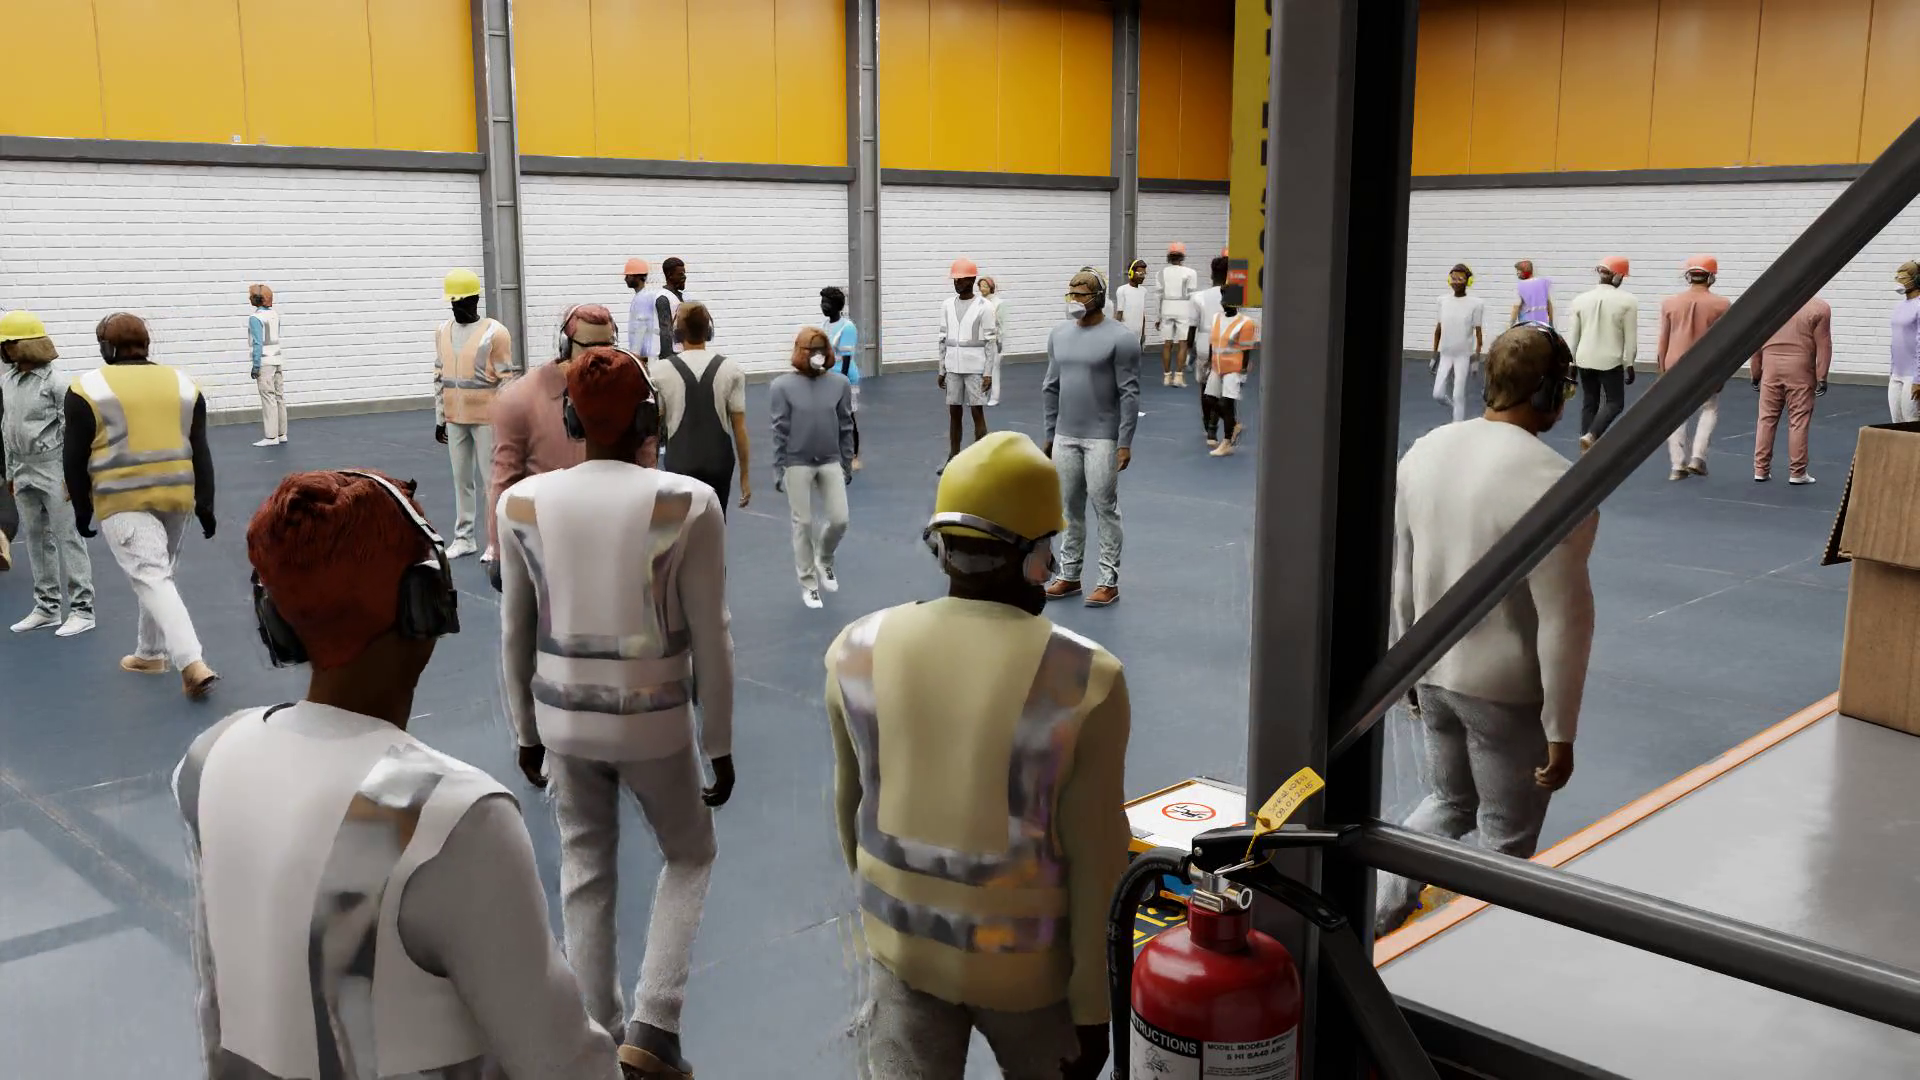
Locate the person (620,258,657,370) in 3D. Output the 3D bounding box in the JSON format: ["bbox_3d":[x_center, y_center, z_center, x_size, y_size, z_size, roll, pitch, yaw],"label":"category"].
[{"bbox_3d":[-3.321,-2.057,17.759,0.939,1.904,0.546,-3,11,-18],"label":"person"}]

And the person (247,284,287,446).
[{"bbox_3d":[-7.045,-1.773,16.900,0.308,1.644,0.517,0,10,1],"label":"person"}]

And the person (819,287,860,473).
[{"bbox_3d":[-1.165,-1.409,14.830,0.627,1.676,0.538,-9,14,-41],"label":"person"}]

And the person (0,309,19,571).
[{"bbox_3d":[-6.124,-0.779,10.393,0.698,2.000,0.662,-2,11,-12],"label":"person"}]

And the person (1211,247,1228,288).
[{"bbox_3d":[4.410,-3.872,27.547,0.551,1.933,0.376,0,10,-2],"label":"person"}]

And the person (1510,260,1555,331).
[{"bbox_3d":[7.783,-2.901,22.635,0.671,1.790,0.379,-4,11,-22],"label":"person"}]

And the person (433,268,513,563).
[{"bbox_3d":[-3.200,-0.812,10.893,0.586,1.923,0.371,4,11,20],"label":"person"}]

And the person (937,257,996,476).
[{"bbox_3d":[0.041,-1.513,14.677,0.551,1.937,0.357,5,12,28],"label":"person"}]

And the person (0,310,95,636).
[{"bbox_3d":[-4.907,-0.349,8.866,0.493,1.740,0.325,4,11,21],"label":"person"}]

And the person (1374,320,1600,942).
[{"bbox_3d":[1.318,0.394,4.312,0.557,1.917,0.652,-6,12,-28],"label":"person"}]

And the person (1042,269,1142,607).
[{"bbox_3d":[0.736,-0.586,9.616,0.635,1.938,0.359,8,13,39],"label":"person"}]

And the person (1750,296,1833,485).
[{"bbox_3d":[7.146,-1.429,14.310,0.403,1.904,0.651,-10,14,-44],"label":"person"}]

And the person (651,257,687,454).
[{"bbox_3d":[-2.826,-1.799,16.288,0.374,1.917,0.596,0,10,3],"label":"person"}]

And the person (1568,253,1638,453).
[{"bbox_3d":[5.833,-1.622,15.179,0.583,1.970,0.634,-10,14,-44],"label":"person"}]

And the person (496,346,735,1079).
[{"bbox_3d":[-0.830,0.465,4.078,0.596,1.868,0.402,1,10,6],"label":"person"}]

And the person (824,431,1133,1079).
[{"bbox_3d":[0.062,0.690,3.058,0.612,1.780,0.922,5,11,24],"label":"person"}]

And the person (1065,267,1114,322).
[{"bbox_3d":[1.239,-1.717,16.138,0.502,1.811,0.953,2,11,13],"label":"person"}]

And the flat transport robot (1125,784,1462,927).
[{"bbox_3d":[1.022,1.042,5.290,0.652,0.197,1.431,-10,14,-44],"label":"flat transport robot"}]

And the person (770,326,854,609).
[{"bbox_3d":[-0.848,-0.421,9.579,0.512,1.619,0.385,-4,11,-21],"label":"person"}]

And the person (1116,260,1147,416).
[{"bbox_3d":[2.017,-2.355,19.515,0.488,1.853,0.370,-9,14,-42],"label":"person"}]

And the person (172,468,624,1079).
[{"bbox_3d":[-0.639,0.838,2.066,0.680,1.857,0.559,9,14,40],"label":"person"}]

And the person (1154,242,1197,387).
[{"bbox_3d":[3.029,-3.146,23.418,0.635,2.036,0.436,5,11,24],"label":"person"}]

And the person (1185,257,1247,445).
[{"bbox_3d":[2.658,-1.958,17.179,0.591,1.898,1.047,3,11,17],"label":"person"}]

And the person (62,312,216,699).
[{"bbox_3d":[-3.769,-0.161,7.758,0.988,1.792,0.612,7,13,34],"label":"person"}]

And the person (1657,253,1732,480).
[{"bbox_3d":[6.403,-1.503,14.521,0.620,1.974,0.454,8,13,36],"label":"person"}]

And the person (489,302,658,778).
[{"bbox_3d":[-1.462,0.030,6.438,0.678,1.878,0.414,-8,13,-36],"label":"person"}]

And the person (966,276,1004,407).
[{"bbox_3d":[0.302,-2.451,20.638,0.537,1.612,0.644,6,12,31],"label":"person"}]

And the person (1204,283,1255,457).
[{"bbox_3d":[2.624,-1.638,16.039,0.439,1.678,0.544,-8,13,-37],"label":"person"}]

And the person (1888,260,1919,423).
[{"bbox_3d":[7.931,-1.359,13.884,0.385,1.932,0.622,1,10,6],"label":"person"}]

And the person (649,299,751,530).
[{"bbox_3d":[-1.362,-0.350,8.704,0.519,1.814,0.886,-3,11,-15],"label":"person"}]

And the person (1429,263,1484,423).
[{"bbox_3d":[4.958,-1.825,16.596,0.544,1.855,0.476,9,14,40],"label":"person"}]
